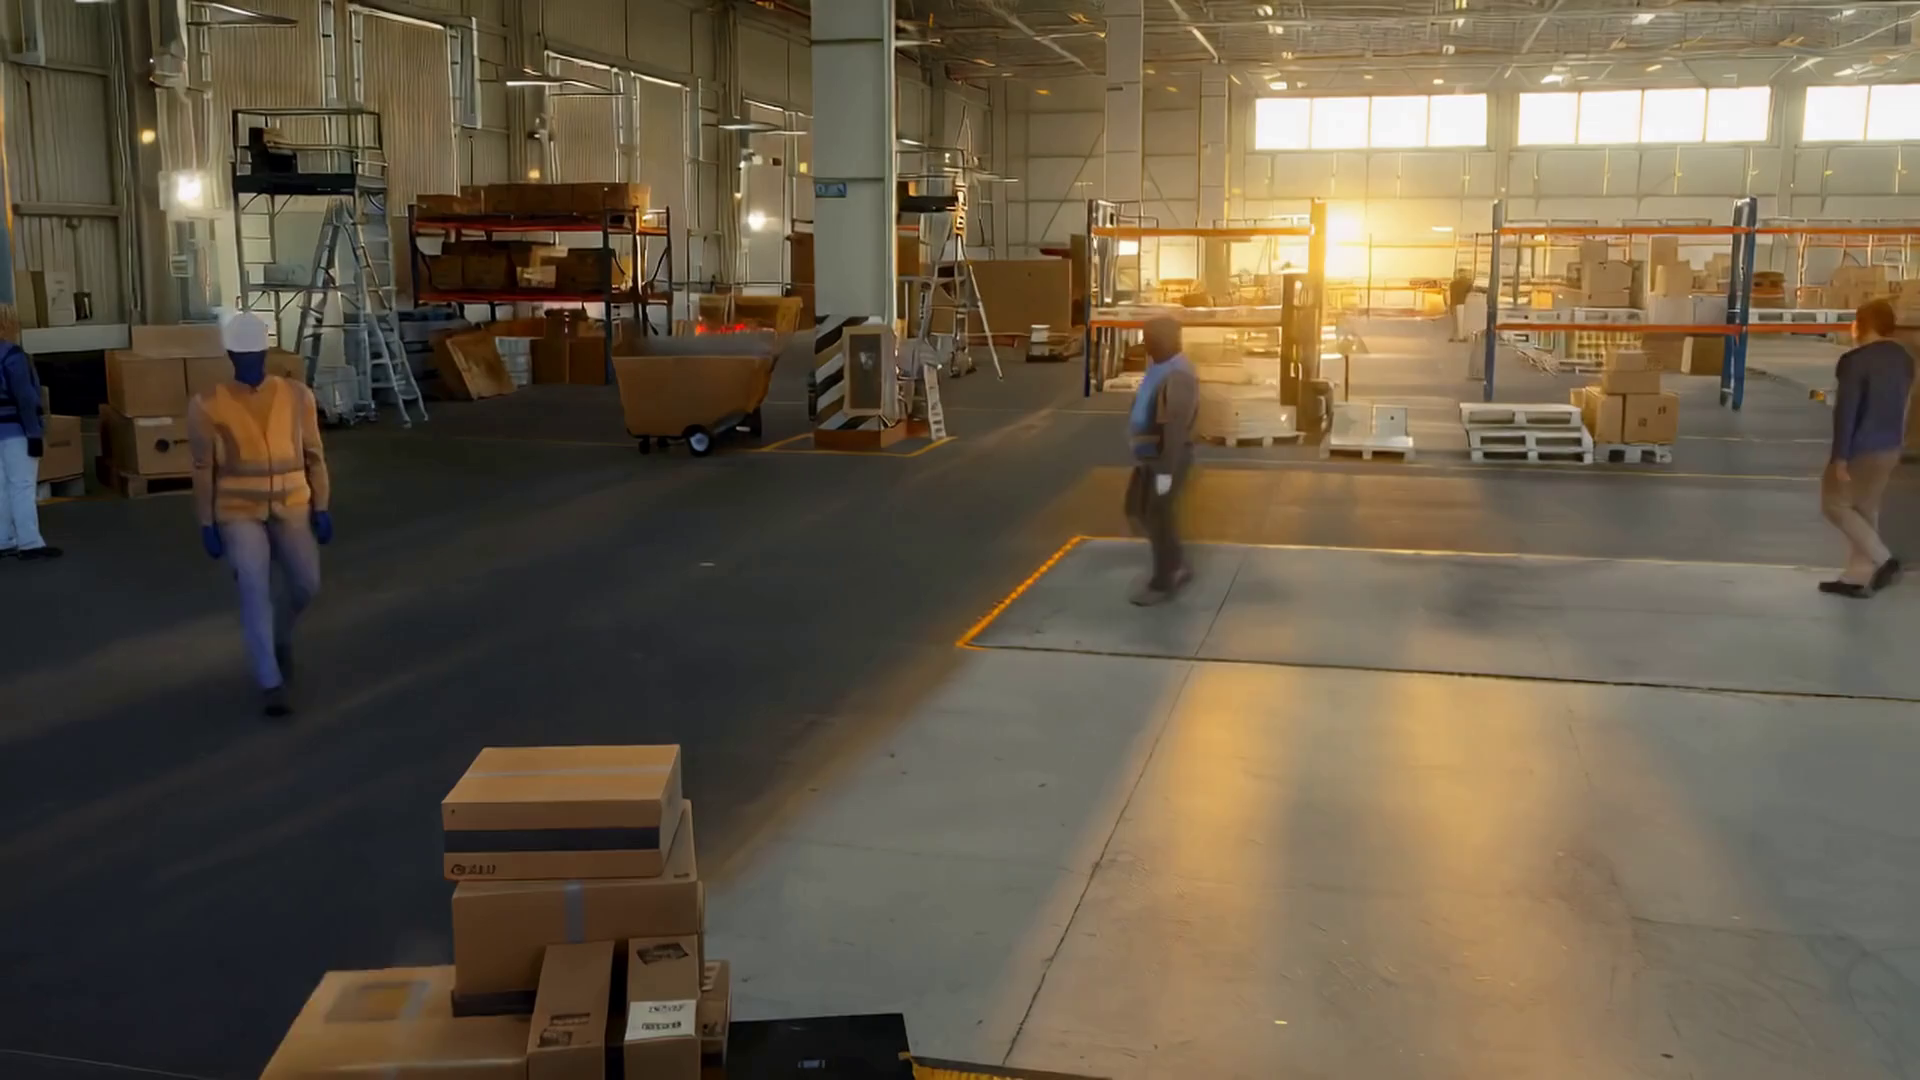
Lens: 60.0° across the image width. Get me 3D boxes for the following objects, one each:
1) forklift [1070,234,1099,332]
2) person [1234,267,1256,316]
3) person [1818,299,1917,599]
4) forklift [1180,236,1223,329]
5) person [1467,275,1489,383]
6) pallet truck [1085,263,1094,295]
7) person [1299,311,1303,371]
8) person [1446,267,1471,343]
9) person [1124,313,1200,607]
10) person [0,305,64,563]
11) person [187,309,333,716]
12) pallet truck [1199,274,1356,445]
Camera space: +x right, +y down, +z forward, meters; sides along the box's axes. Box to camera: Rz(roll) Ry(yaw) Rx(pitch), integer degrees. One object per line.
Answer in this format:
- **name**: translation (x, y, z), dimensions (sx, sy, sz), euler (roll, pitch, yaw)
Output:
- **forklift**: translation (3.382, -7.319, 47.498), dimensions (1.873, 2.768, 1.129), euler (2, 10, 14)
- **person**: translation (8.472, -7.185, 49.663), dimensions (0.641, 1.872, 1.032), euler (4, 10, 20)
- **person**: translation (5.750, -0.549, 10.466), dimensions (0.634, 1.919, 0.582), euler (-4, 10, -22)
- **forklift**: translation (7.692, -7.837, 50.548), dimensions (1.873, 2.768, 1.129), euler (-1, 10, -5)
- **person**: translation (9.037, -3.666, 28.957), dimensions (0.375, 1.877, 0.739), euler (6, 11, 31)
- **pallet truck**: translation (4.325, -8.180, 55.162), dimensions (0.823, 1.965, 1.885), euler (6, 11, 31)
- **person**: translation (6.735, -4.100, 31.927), dimensions (0.487, 1.738, 0.333), euler (-8, 13, -40)
- **person**: translation (12.688, -5.970, 42.339), dimensions (0.372, 1.934, 0.626), euler (-9, 13, -41)
- **person**: translation (1.265, -0.487, 10.343), dimensions (0.434, 1.831, 0.658), euler (-1, 10, -6)
- **person**: translation (-6.794, -0.758, 11.921), dimensions (0.627, 1.844, 0.429), euler (5, 11, 27)
- **person**: translation (-3.390, -0.147, 8.047), dimensions (0.626, 1.933, 0.655), euler (-7, 12, -37)
- **pallet truck**: translation (3.653, -2.138, 19.590), dimensions (1.885, 1.965, 0.823), euler (-4, 10, -20)
